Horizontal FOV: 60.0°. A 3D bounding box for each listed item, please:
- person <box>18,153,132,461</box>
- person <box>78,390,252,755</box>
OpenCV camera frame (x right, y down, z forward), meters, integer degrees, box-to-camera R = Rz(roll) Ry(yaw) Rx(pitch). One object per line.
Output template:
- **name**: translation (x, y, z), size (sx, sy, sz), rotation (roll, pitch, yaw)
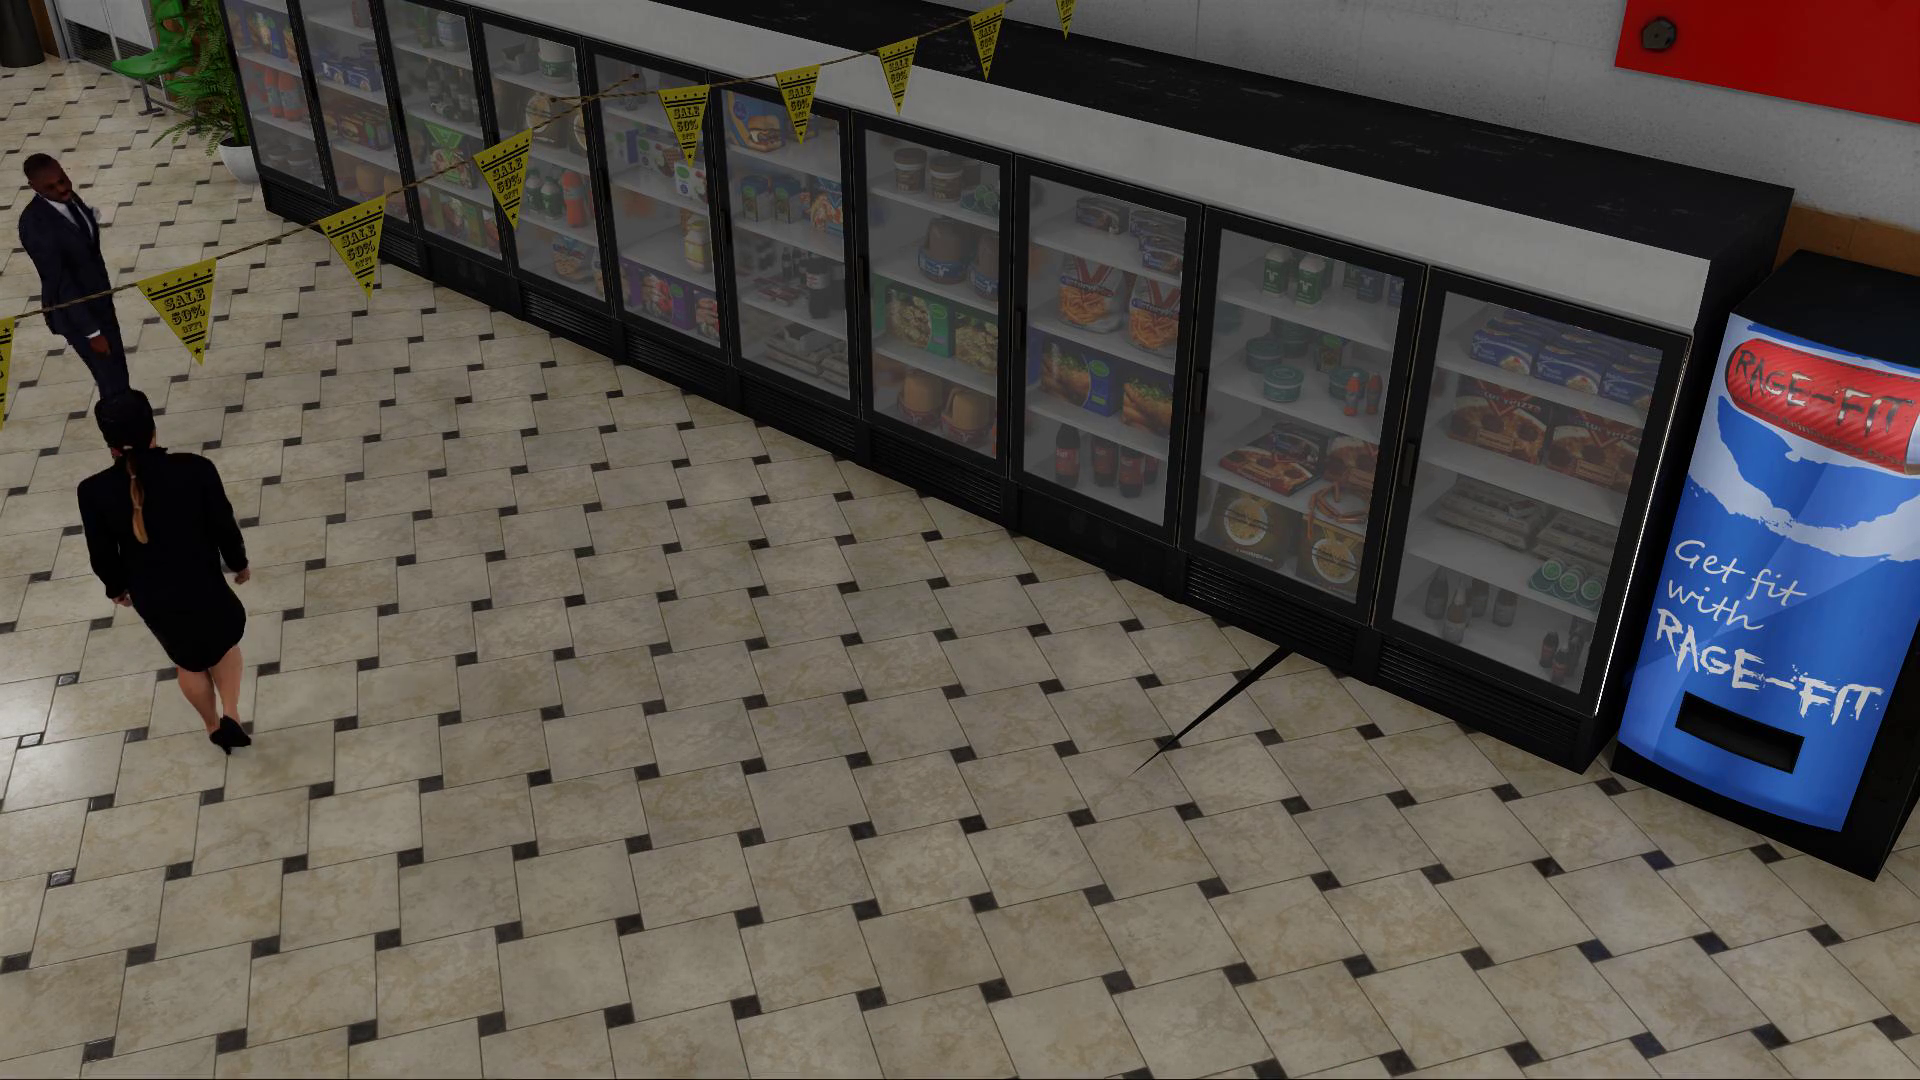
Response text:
- **person**: translation (-4.549, -1.167, 8.690), size (0.991, 1.798, 0.930), rotation (-10, 33, -15)
- **person**: translation (-3.087, 0.221, 6.584), size (0.804, 1.667, 0.903), rotation (-12, 34, -19)
